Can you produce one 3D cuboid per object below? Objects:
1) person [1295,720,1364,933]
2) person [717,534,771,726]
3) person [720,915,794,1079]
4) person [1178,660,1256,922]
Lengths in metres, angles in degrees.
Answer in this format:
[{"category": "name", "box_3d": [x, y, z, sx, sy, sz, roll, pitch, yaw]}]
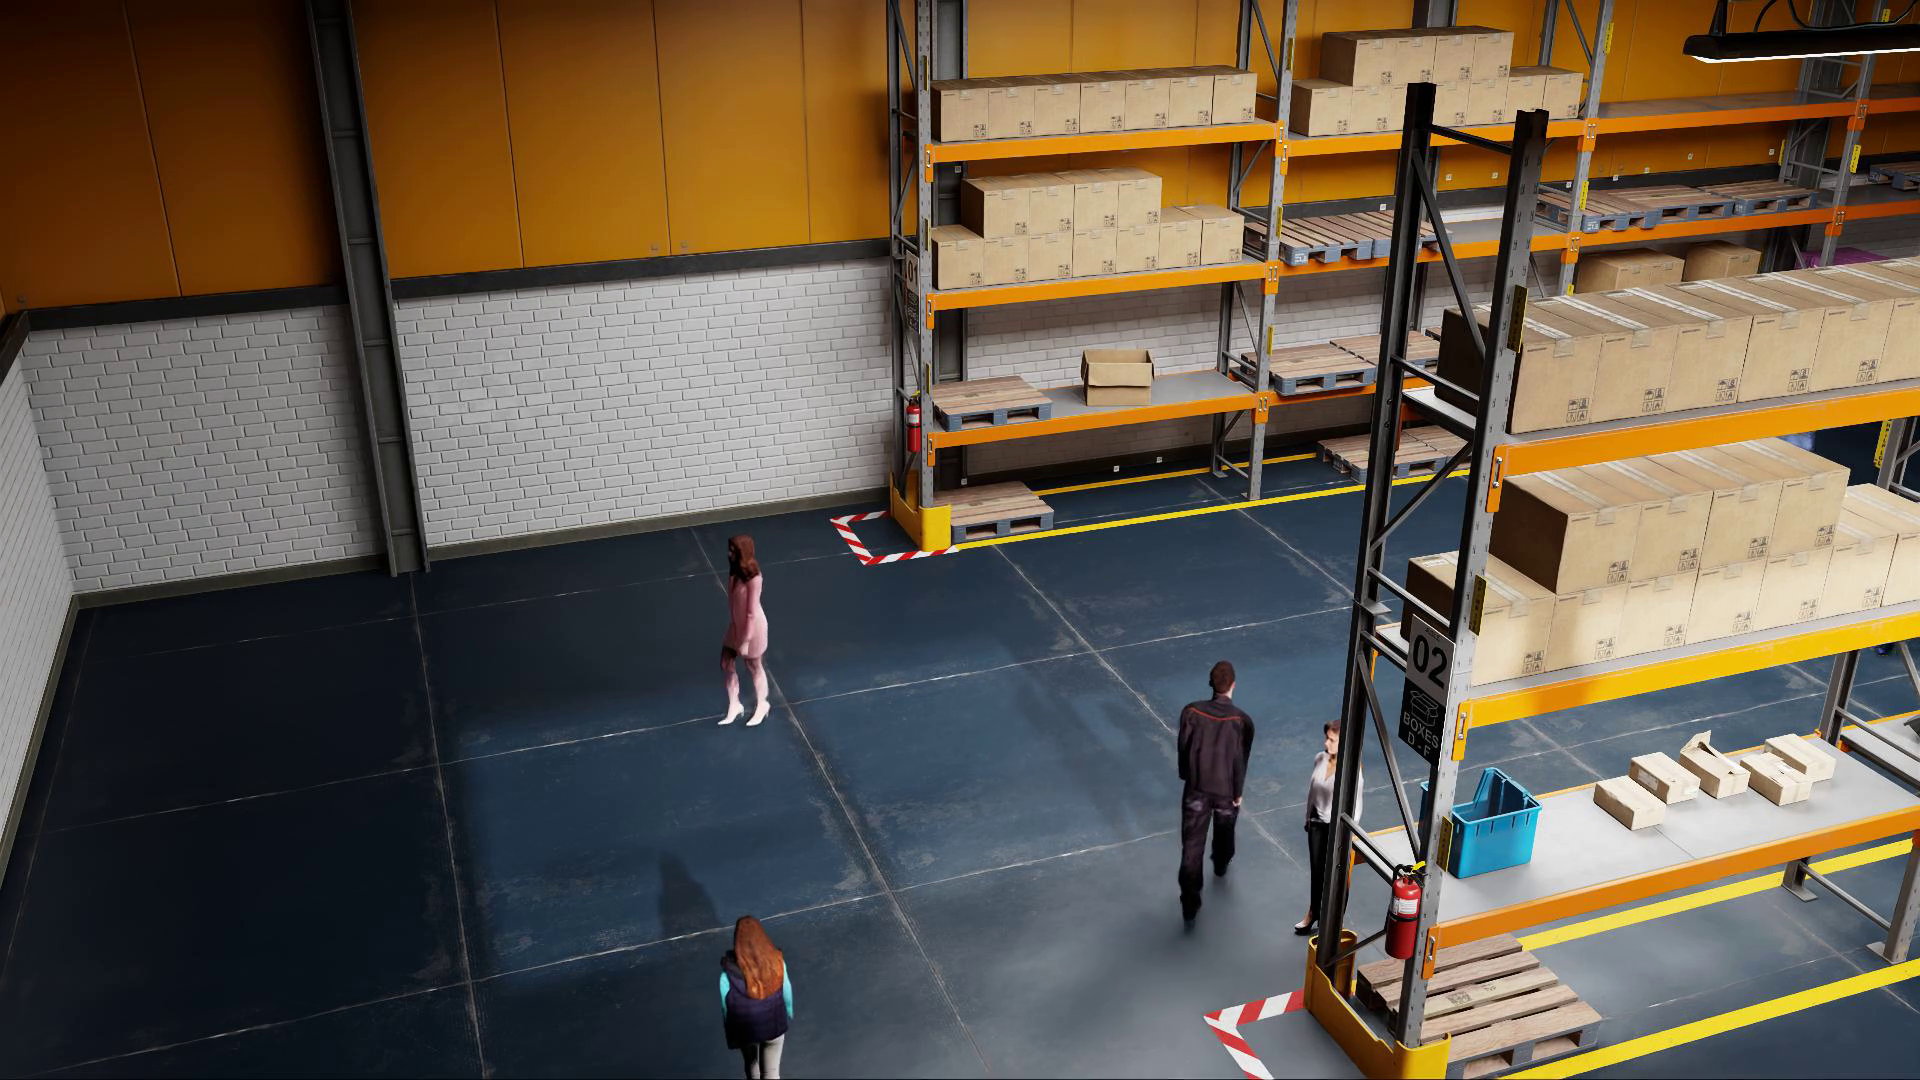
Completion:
[{"category": "person", "box_3d": [2.550, 2.003, 11.401, 0.606, 1.767, 0.633, -15, 28, -31]}, {"category": "person", "box_3d": [-1.741, 0.769, 14.196, 0.793, 1.790, 0.742, -18, 29, -35]}, {"category": "person", "box_3d": [-1.172, 2.902, 9.721, 0.960, 1.464, 0.748, -4, 24, -9]}, {"category": "person", "box_3d": [1.767, 1.800, 11.747, 1.265, 1.862, 1.239, 8, 25, 17]}]
